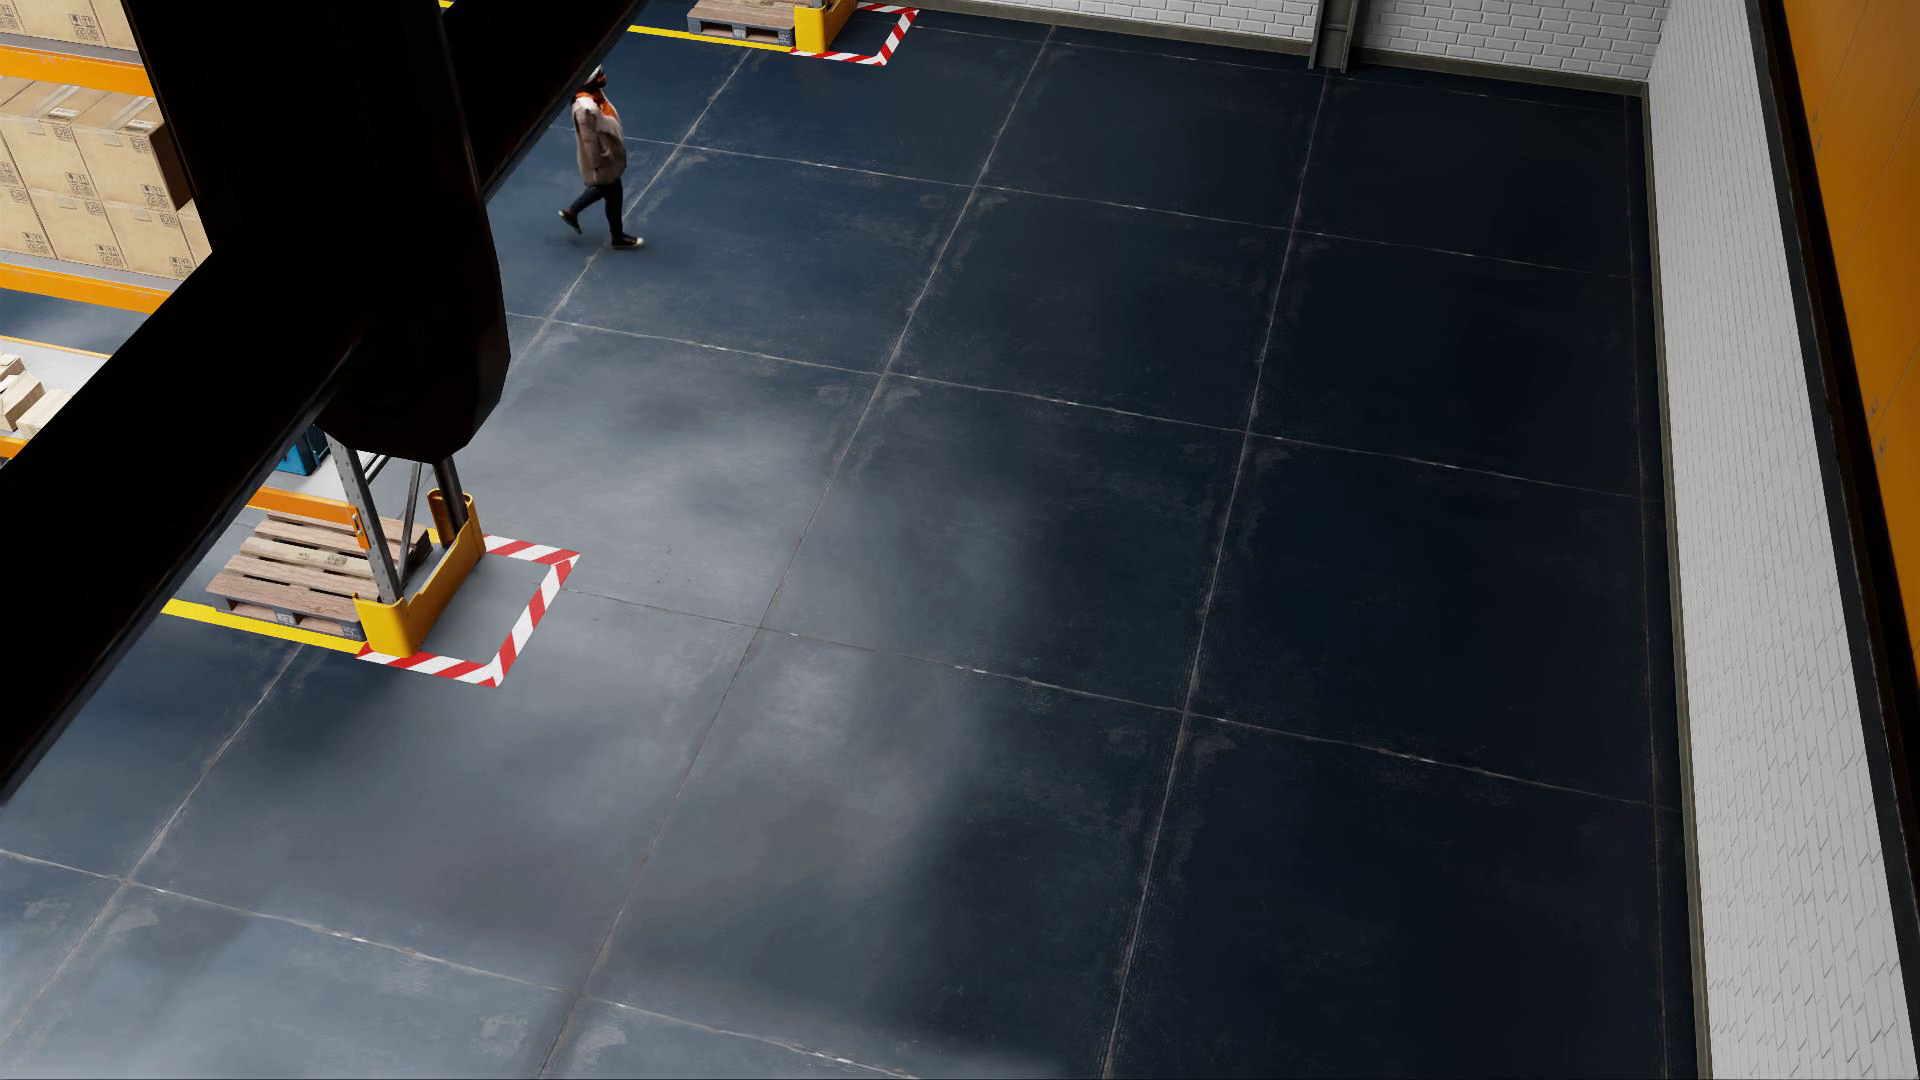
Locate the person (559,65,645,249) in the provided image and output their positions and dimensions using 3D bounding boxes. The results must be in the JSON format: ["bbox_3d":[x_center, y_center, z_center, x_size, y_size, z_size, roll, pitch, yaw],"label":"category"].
[{"bbox_3d":[-3.231,-3.371,14.455,1.073,1.873,0.921,-6,44,-6],"label":"person"}]
